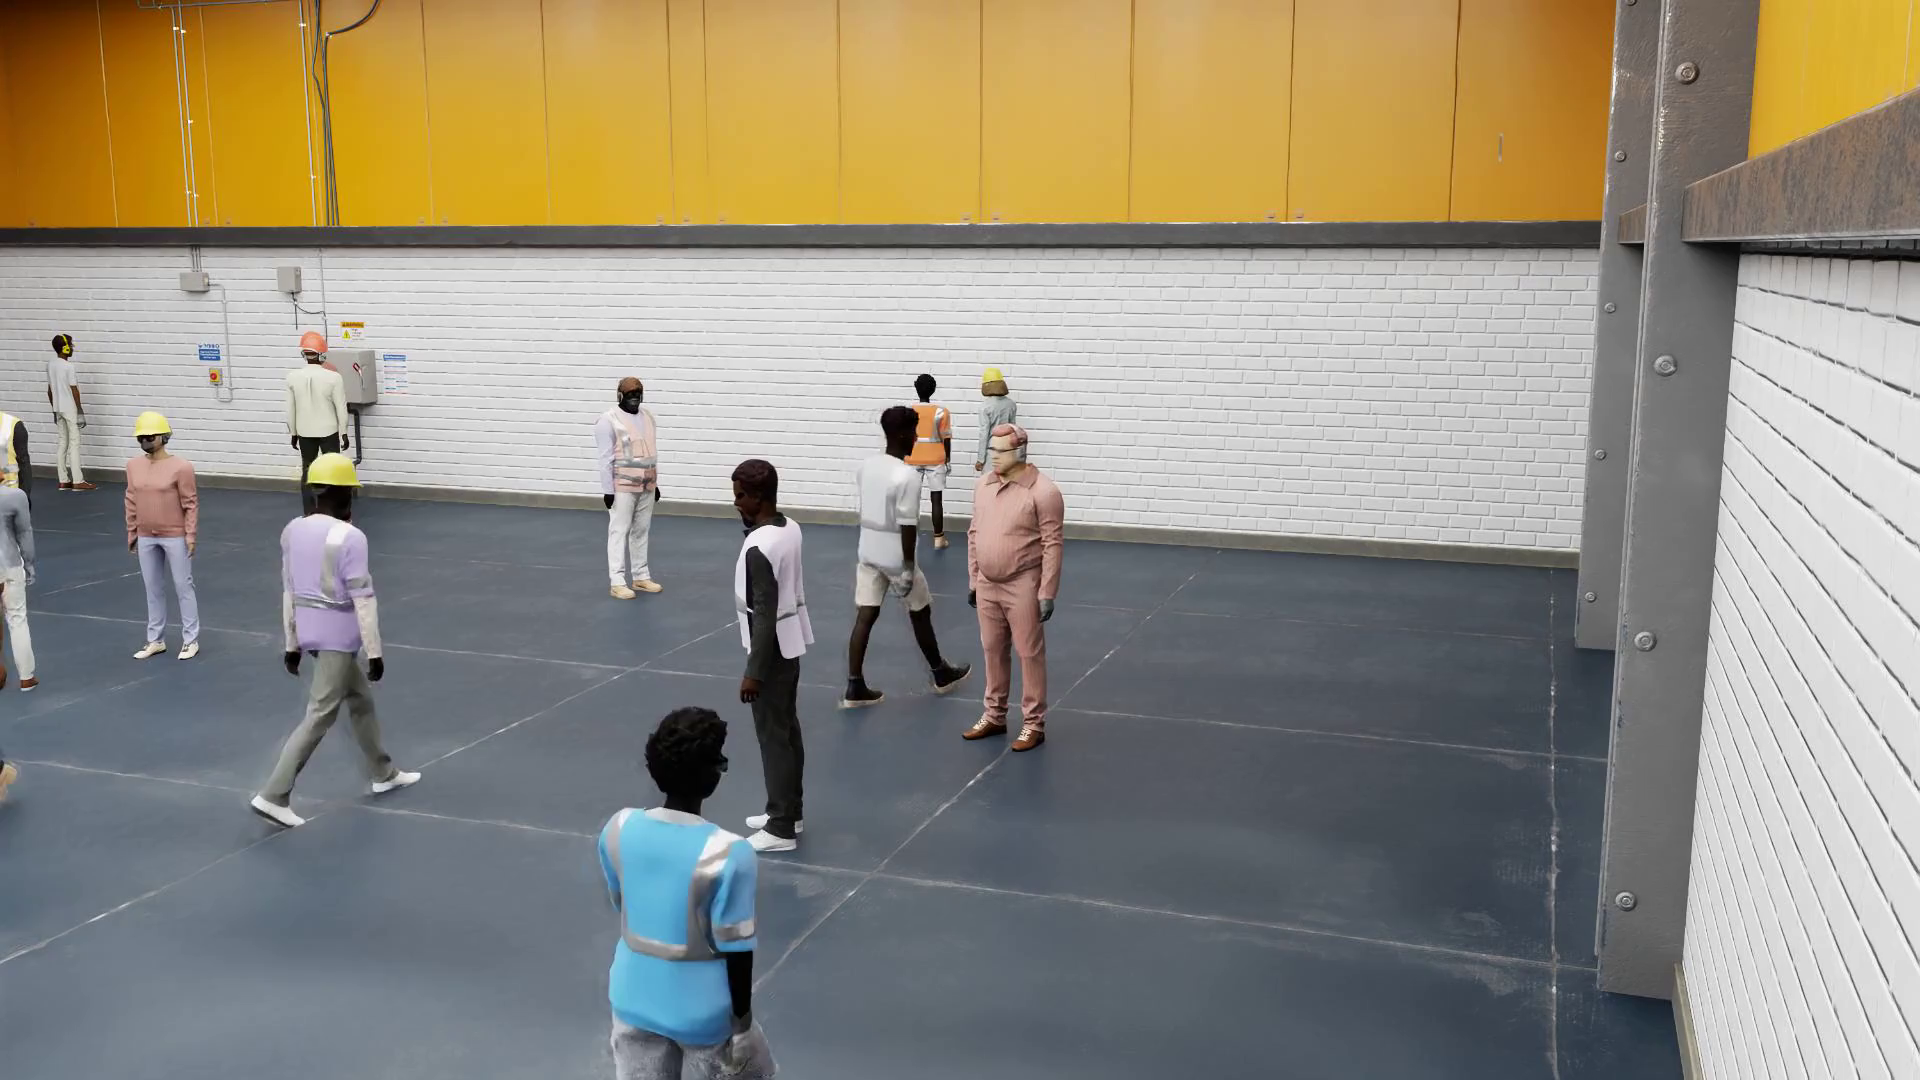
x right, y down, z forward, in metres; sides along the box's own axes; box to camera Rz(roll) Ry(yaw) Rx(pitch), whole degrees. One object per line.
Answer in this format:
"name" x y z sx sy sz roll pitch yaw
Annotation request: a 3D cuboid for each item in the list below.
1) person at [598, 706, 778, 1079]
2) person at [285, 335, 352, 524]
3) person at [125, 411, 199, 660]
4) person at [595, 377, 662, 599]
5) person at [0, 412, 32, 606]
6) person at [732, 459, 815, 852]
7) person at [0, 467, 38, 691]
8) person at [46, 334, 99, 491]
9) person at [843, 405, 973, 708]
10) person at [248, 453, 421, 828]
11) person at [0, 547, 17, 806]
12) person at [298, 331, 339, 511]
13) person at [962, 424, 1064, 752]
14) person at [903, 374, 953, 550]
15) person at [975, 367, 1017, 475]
"person" -0.720 1.270 4.679 0.546 1.672 0.663 5 11 26
"person" -6.649 -1.122 17.268 0.623 1.992 0.396 0 10 -1
"person" -5.635 -0.026 11.740 0.522 1.769 0.318 1 10 7
"person" -2.733 -0.442 13.875 0.429 1.839 0.633 7 12 33
"person" -7.810 -0.351 13.361 0.637 1.840 0.429 -3 11 -17
"person" -0.912 0.555 8.051 0.391 1.914 0.588 1 10 7
"person" -6.303 0.201 10.837 0.504 1.633 0.279 -7 12 -33
"person" -10.640 -1.519 19.855 0.514 1.872 0.328 5 11 25
"person" -0.378 0.088 10.657 0.982 1.911 0.632 -9 14 -42
"person" -3.263 0.493 8.536 0.605 1.877 1.005 7 12 35
"person" -4.973 0.478 8.126 0.686 2.000 0.977 2 10 11
"person" -6.986 -1.278 18.142 0.395 1.993 0.617 2 10 11
"person" 0.282 0.271 9.677 0.651 1.904 0.403 9 13 41
"person" -0.330 -0.743 15.998 0.540 1.688 0.316 2 10 9
"person" 0.336 -0.821 16.304 0.484 1.735 0.309 -9 14 -42
